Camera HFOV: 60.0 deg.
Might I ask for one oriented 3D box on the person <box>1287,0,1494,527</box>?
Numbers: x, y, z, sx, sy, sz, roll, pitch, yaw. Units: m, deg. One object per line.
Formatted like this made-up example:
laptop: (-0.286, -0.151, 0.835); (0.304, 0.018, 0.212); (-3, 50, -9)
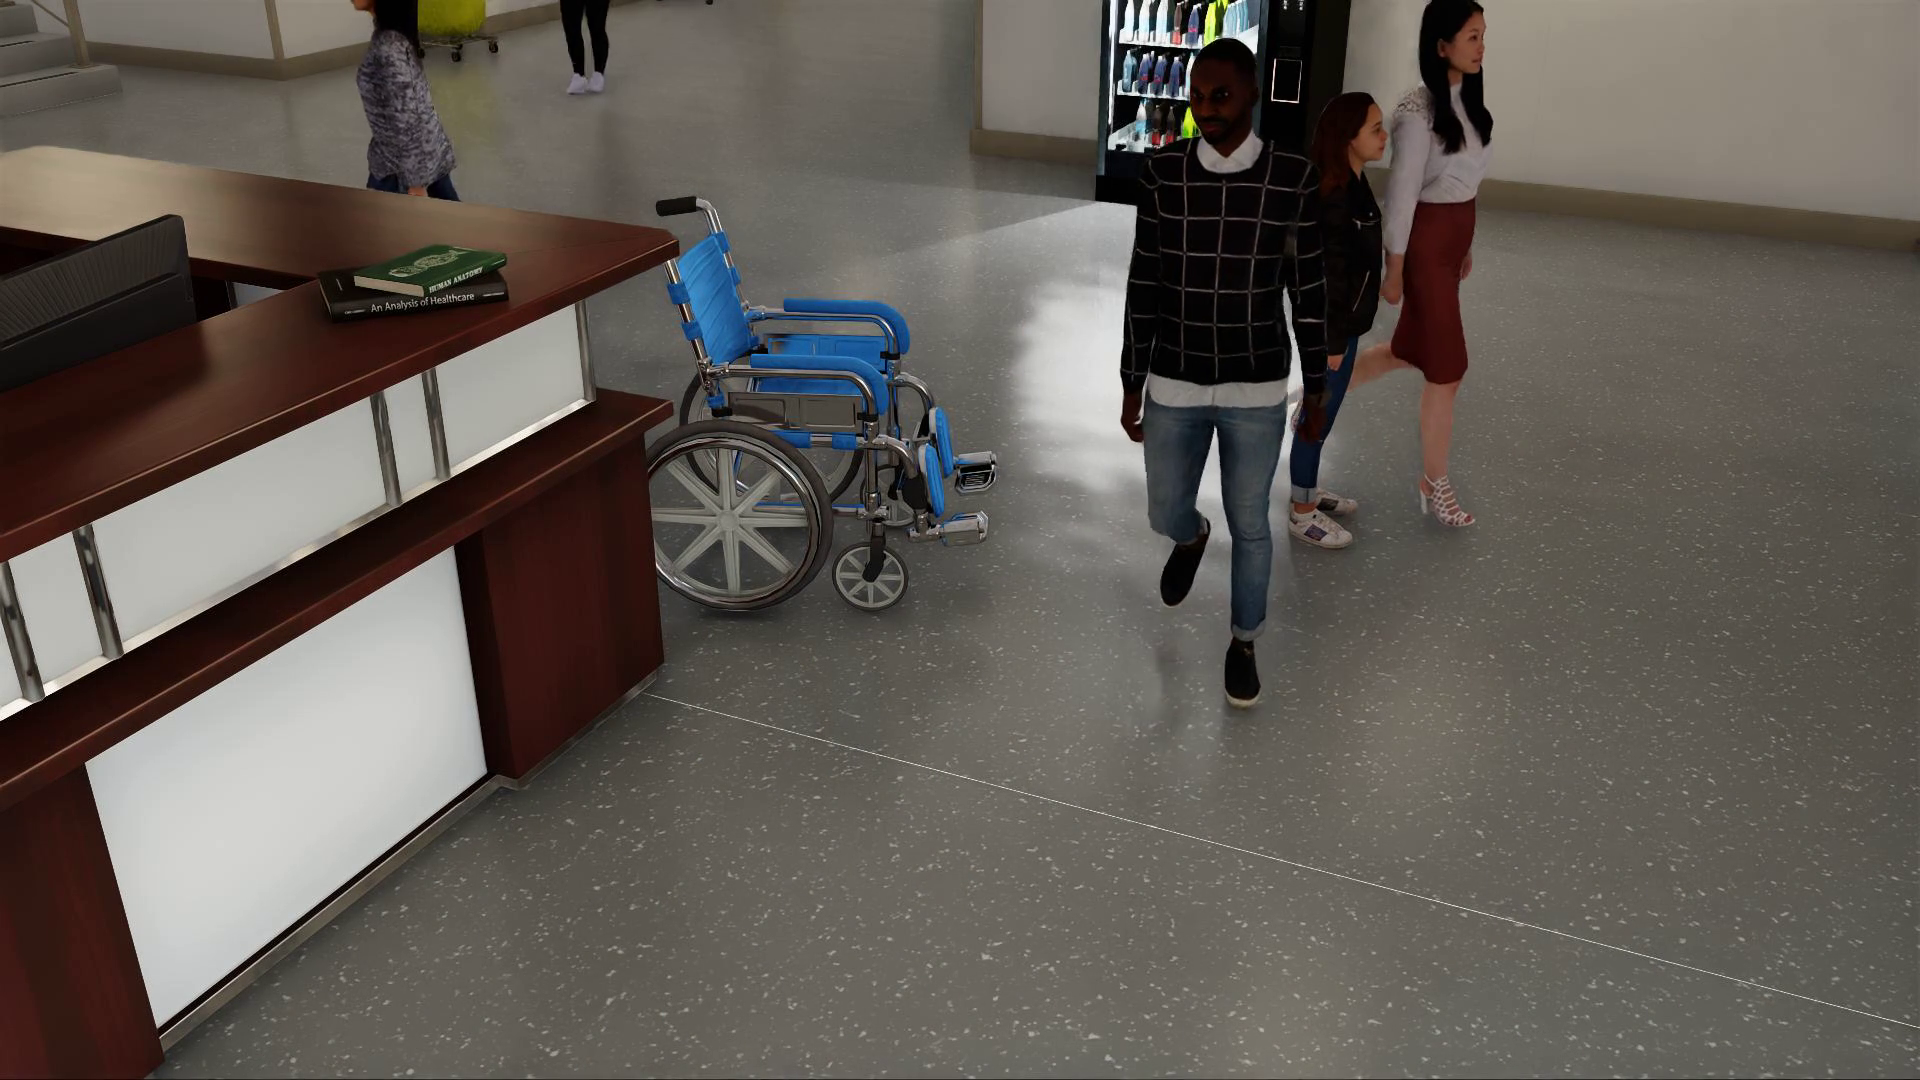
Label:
person: (1.511, -0.911, 5.584); (1.074, 1.727, 0.756); (20, 32, 36)

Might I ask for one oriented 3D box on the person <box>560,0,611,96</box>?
person: (-2.781, -4.195, 12.512); (0.754, 1.623, 0.766); (5, 26, 11)

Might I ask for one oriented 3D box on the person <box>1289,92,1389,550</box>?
person: (1.228, -0.727, 5.481); (0.549, 1.483, 0.590); (7, 27, 14)

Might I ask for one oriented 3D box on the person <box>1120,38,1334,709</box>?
person: (0.702, -0.464, 4.572); (0.870, 1.800, 0.878); (4, 26, 9)
